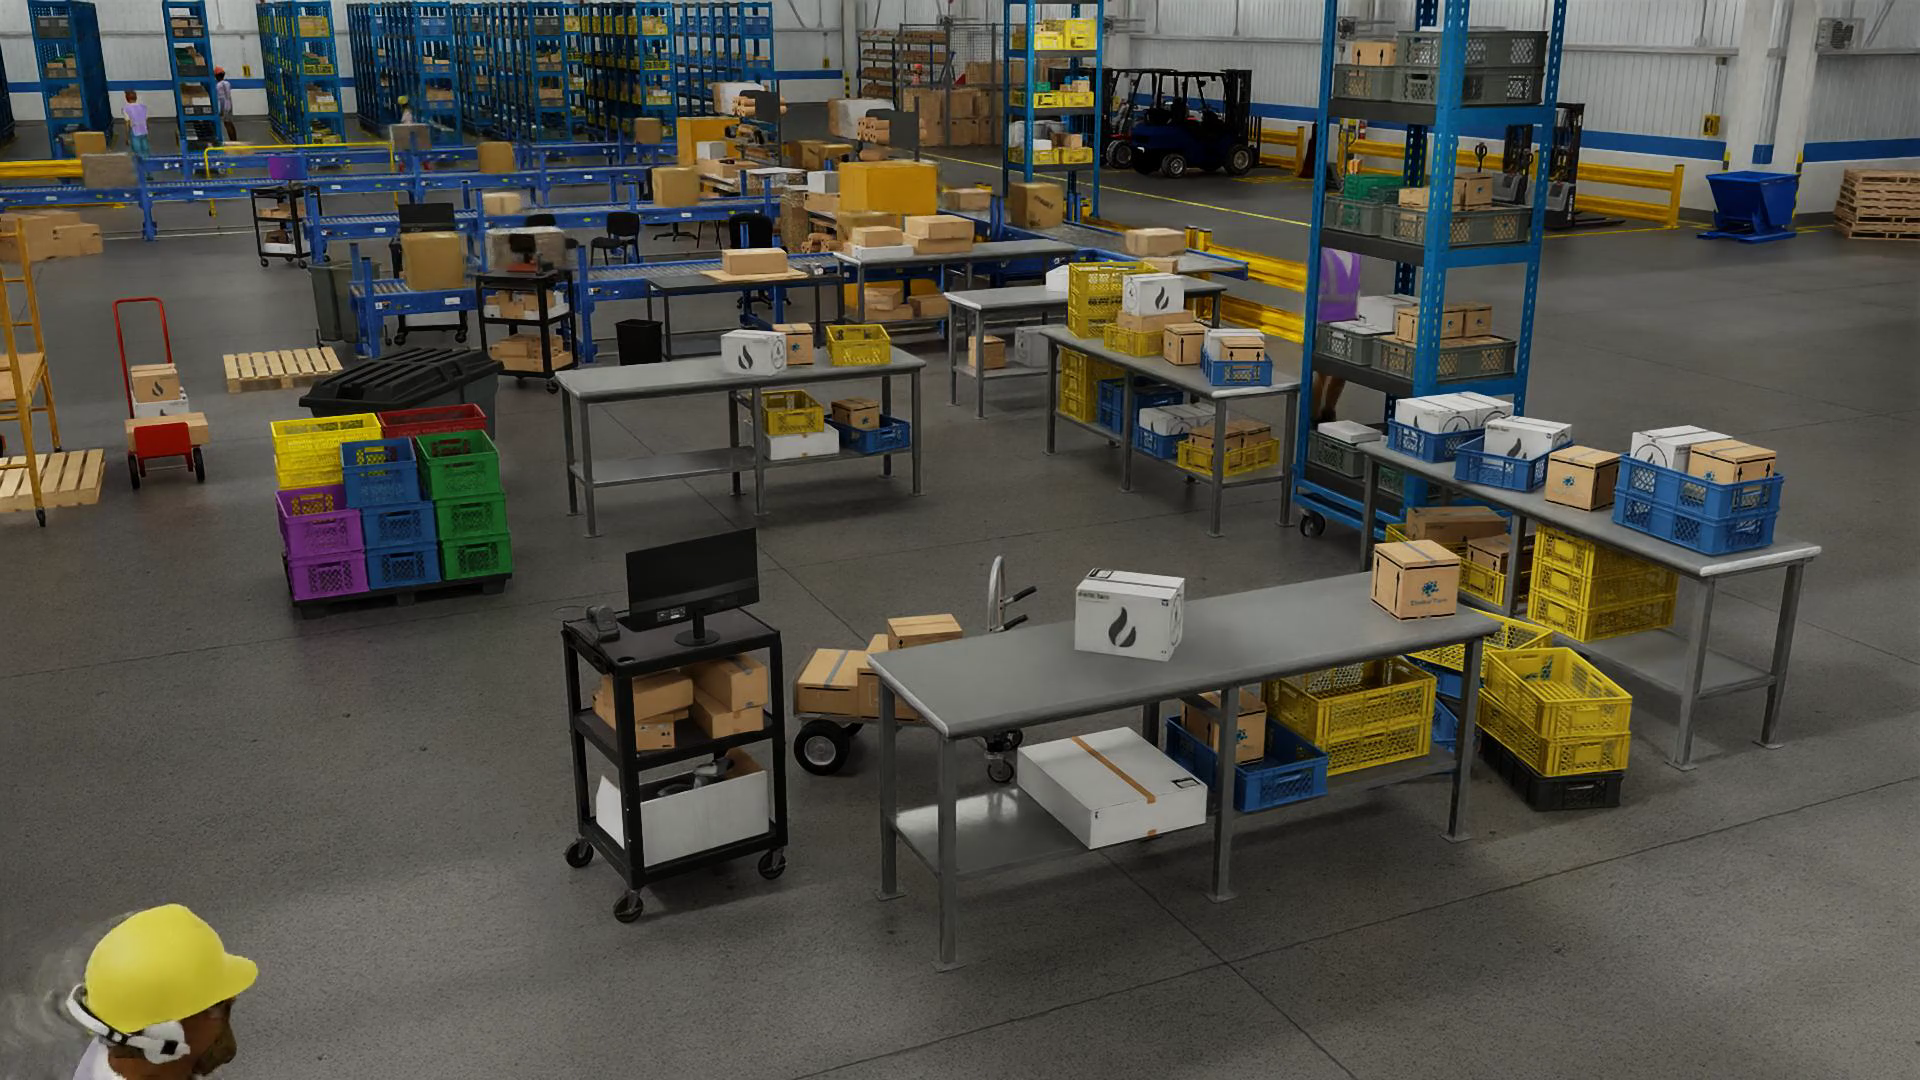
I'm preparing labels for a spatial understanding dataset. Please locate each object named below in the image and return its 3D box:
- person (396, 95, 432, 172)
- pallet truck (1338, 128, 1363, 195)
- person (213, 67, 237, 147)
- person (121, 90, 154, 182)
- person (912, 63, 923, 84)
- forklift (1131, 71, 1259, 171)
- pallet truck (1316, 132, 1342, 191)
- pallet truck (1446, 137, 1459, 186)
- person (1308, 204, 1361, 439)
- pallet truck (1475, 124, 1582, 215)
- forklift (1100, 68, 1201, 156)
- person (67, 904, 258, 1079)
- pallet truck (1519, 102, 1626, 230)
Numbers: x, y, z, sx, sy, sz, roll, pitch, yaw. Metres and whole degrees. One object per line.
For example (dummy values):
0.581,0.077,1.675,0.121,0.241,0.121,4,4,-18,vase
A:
-11.435,-8.333,34.480,0.930,1.718,0.518,-3,18,-10,person
7.845,-7.140,31.411,1.522,1.261,0.704,-9,20,-25,pallet truck
-18.719,-10.986,42.314,0.403,2.035,0.609,-1,18,-2,person
-16.871,-8.291,34.132,0.389,1.846,0.565,7,19,21,person
-1.165,-12.228,46.289,0.373,1.997,0.616,-3,18,-11,person
4.998,-8.936,35.413,2.680,1.987,1.157,-9,20,-25,forklift
7.723,-7.504,32.656,1.601,1.201,0.680,-8,19,-23,pallet truck
9.184,-6.485,29.328,1.630,1.274,0.653,-8,19,-23,pallet truck
3.025,-1.742,13.358,0.576,1.932,0.385,-13,22,-35,person
9.707,-6.455,28.103,1.885,1.965,0.823,-7,19,-20,pallet truck
4.082,-9.564,37.410,2.680,1.987,1.157,-8,19,-23,forklift
-1.568,1.535,3.276,0.912,1.799,0.601,-10,20,-29,person
9.972,-6.037,26.785,1.885,1.965,0.823,-9,20,-25,pallet truck
